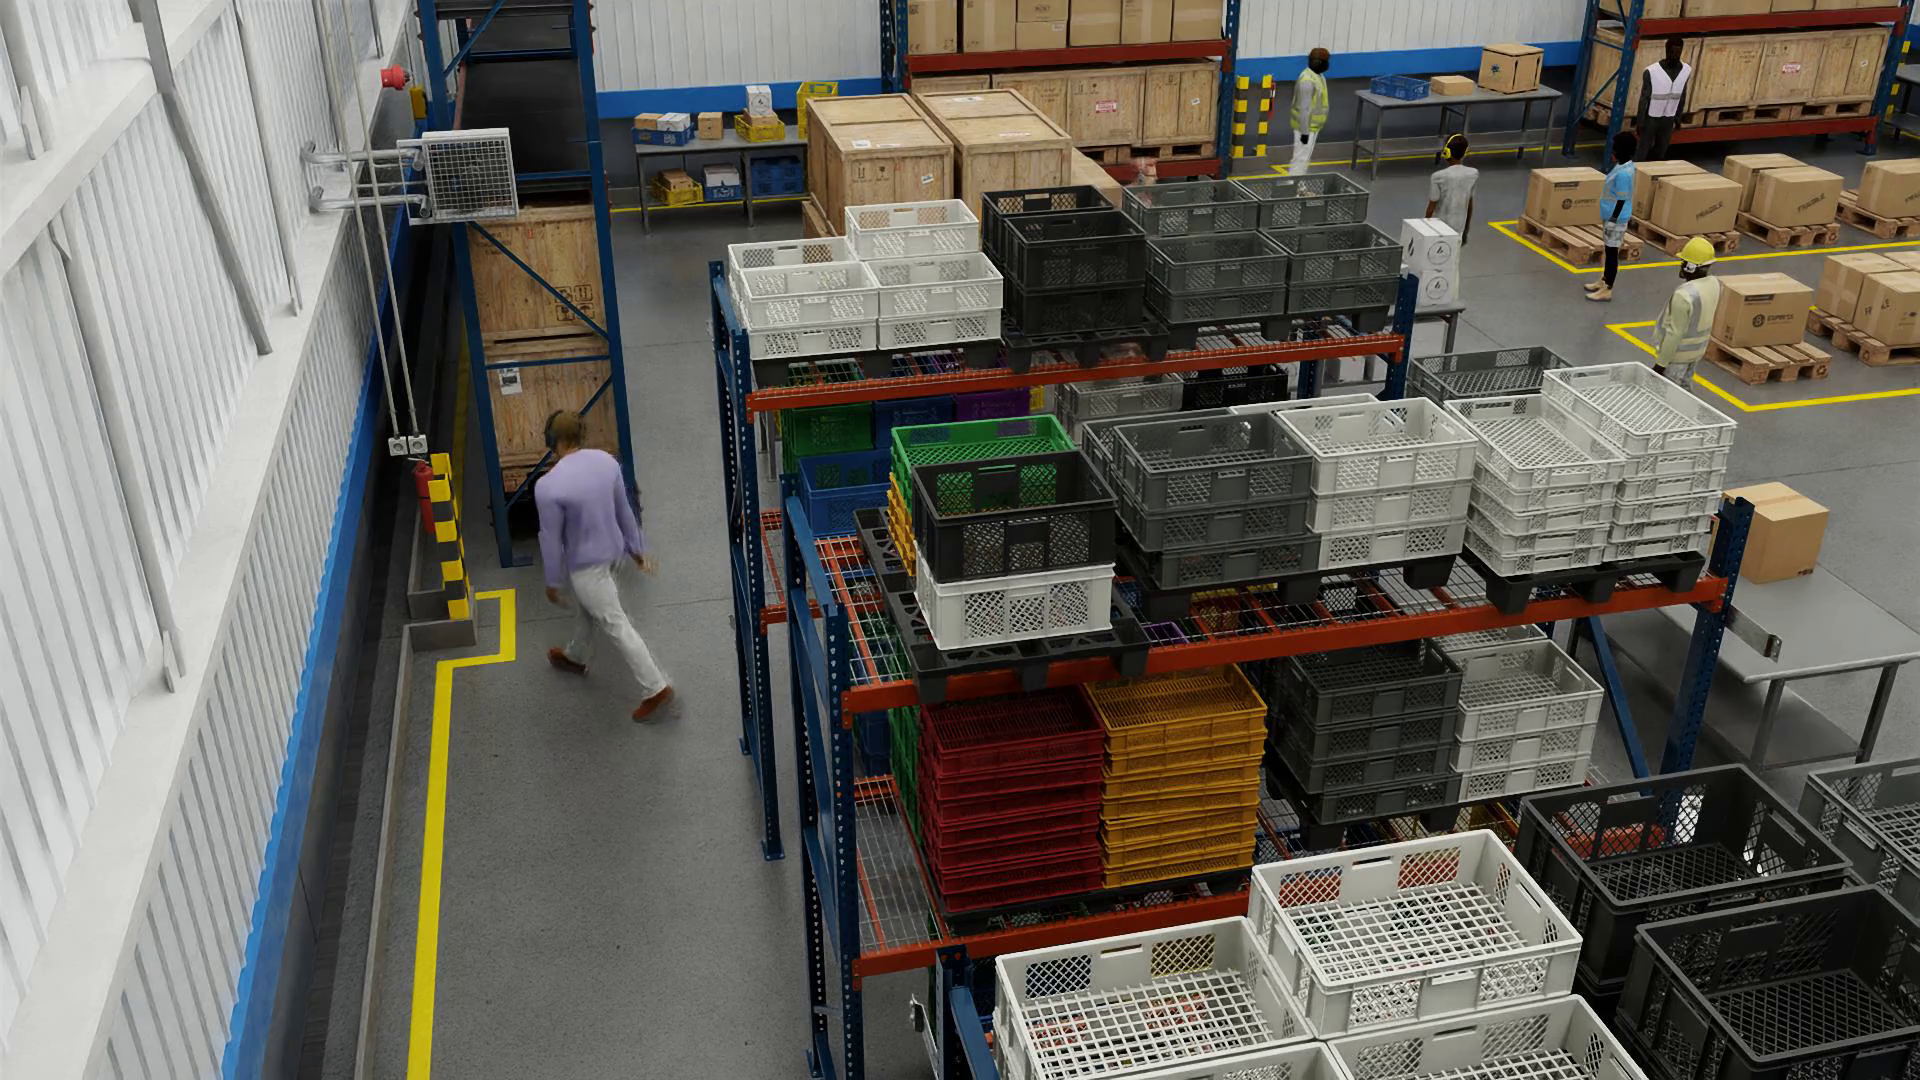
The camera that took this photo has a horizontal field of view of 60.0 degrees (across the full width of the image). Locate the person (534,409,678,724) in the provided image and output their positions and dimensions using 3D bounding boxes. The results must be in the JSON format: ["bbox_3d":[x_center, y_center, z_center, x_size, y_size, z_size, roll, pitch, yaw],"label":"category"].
[{"bbox_3d":[-2.176,0.134,10.079,1.106,1.873,0.660,13,31,24],"label":"person"}]

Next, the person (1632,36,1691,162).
[{"bbox_3d":[8.330,-5.038,19.837,0.585,1.911,0.391,-6,28,-11],"label":"person"}]

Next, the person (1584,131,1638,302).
[{"bbox_3d":[6.543,-3.238,16.643,0.319,1.694,0.532,9,29,16],"label":"person"}]

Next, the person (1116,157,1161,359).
[{"bbox_3d":[1.610,-2.520,15.059,0.403,1.904,0.651,4,28,8],"label":"person"}]

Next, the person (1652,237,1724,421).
[{"bbox_3d":[5.706,-1.510,13.217,0.588,1.833,0.404,-23,35,-36],"label":"person"}]

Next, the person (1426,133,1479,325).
[{"bbox_3d":[4.664,-2.961,15.949,0.503,1.862,0.328,-6,28,-11],"label":"person"}]

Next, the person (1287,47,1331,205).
[{"bbox_3d":[4.123,-4.882,19.631,0.431,1.833,0.639,11,30,20],"label":"person"}]

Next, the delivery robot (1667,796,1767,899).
[{"bbox_3d":[3.870,1.605,8.573,0.477,0.478,0.707,1,28,3],"label":"delivery robot"}]
